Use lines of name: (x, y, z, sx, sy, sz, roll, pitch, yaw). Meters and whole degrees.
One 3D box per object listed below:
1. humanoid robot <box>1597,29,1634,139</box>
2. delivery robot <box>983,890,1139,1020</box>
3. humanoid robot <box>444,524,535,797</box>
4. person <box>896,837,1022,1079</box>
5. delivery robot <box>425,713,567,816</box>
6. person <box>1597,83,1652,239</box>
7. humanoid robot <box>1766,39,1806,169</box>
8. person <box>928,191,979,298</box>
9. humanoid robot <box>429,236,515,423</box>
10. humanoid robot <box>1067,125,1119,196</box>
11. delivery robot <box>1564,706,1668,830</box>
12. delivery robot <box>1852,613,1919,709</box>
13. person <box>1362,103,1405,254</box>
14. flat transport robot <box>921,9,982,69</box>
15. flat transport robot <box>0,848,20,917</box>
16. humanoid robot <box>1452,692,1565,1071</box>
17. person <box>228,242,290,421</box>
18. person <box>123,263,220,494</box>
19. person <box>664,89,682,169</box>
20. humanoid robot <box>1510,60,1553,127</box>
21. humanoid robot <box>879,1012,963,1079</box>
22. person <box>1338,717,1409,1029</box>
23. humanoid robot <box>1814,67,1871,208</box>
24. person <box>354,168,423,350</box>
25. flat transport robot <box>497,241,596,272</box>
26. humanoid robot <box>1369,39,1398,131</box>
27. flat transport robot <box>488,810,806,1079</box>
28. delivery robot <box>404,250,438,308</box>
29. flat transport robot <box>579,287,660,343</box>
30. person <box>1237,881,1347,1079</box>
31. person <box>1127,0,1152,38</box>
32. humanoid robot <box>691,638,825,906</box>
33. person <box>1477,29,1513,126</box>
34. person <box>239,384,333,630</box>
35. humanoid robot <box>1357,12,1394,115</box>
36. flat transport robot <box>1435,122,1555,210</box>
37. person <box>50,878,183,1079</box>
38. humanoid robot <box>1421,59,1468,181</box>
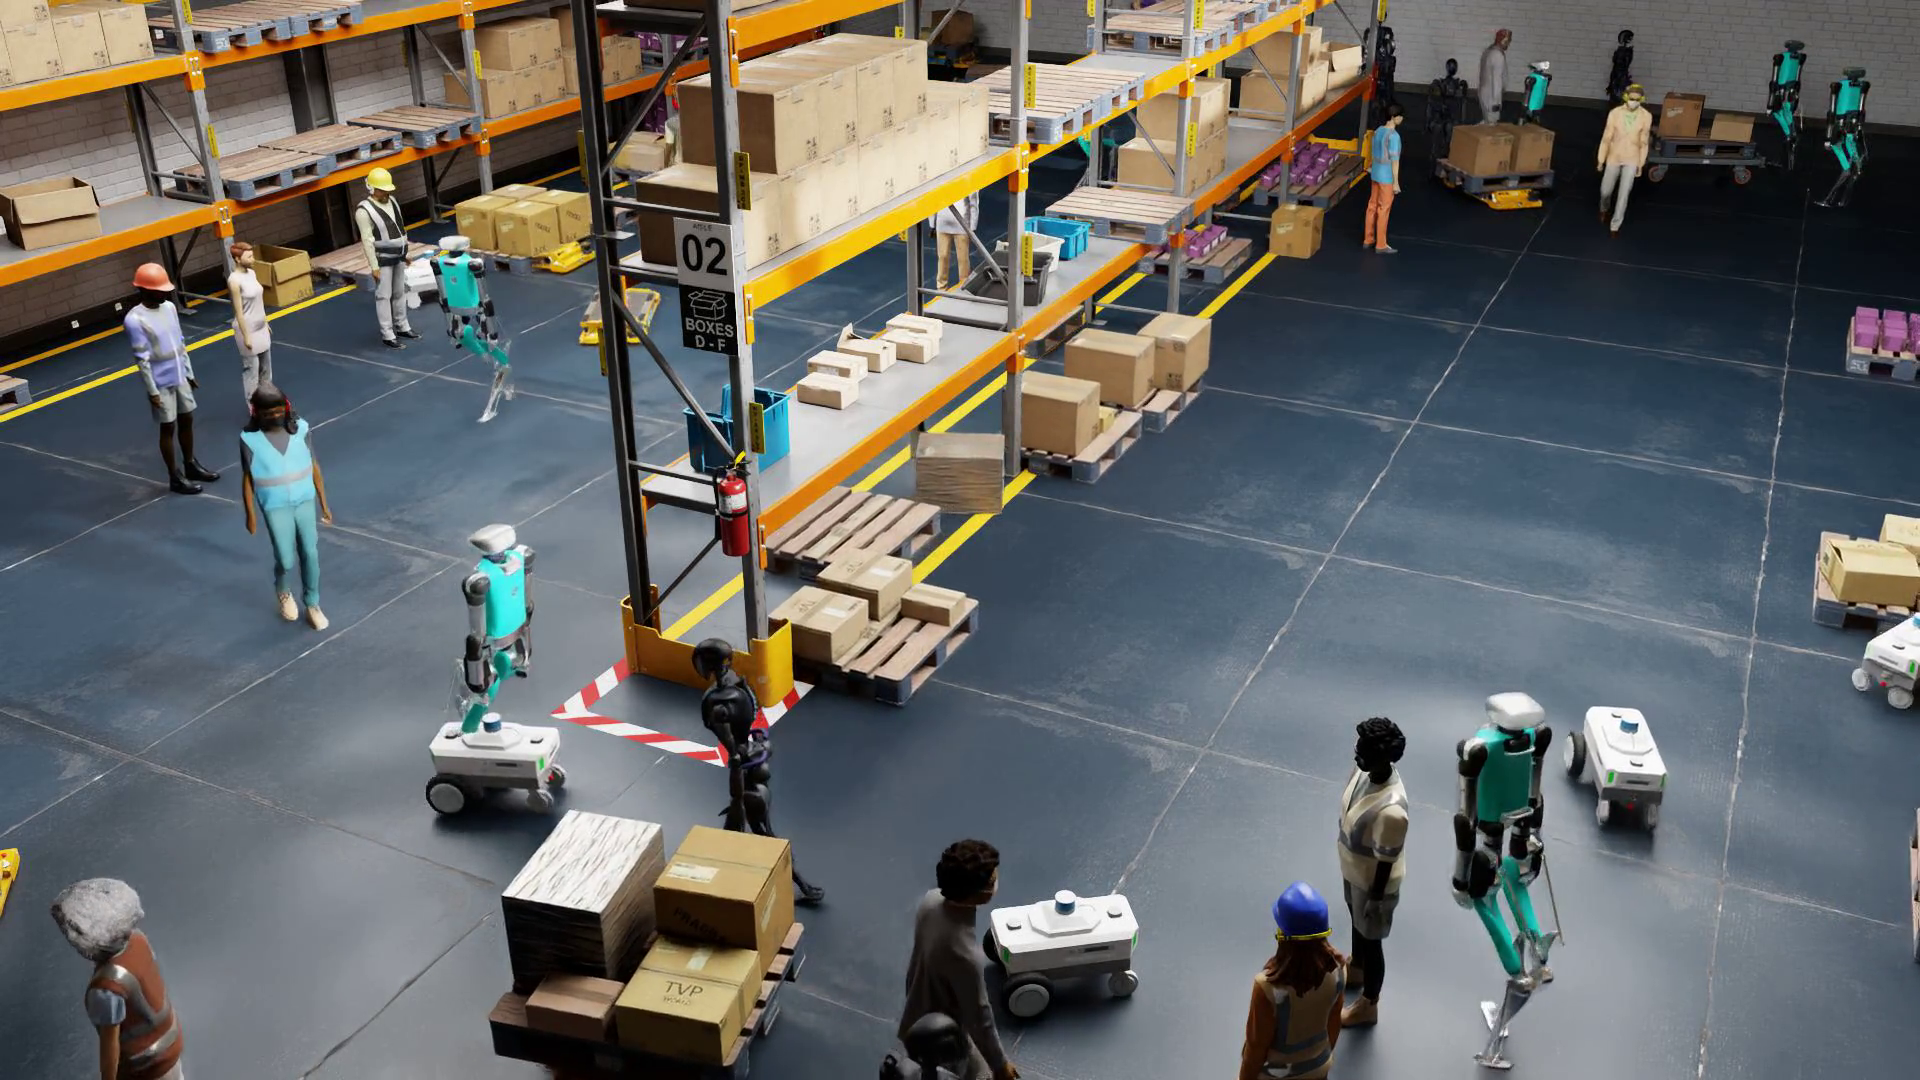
humanoid robot: (9.955, -6.827, 24.978, 0.465, 1.638, 0.593, 1, 26, 2)
delivery robot: (0.516, 2.024, 8.351, 0.774, 0.581, 0.499, -5, 27, -9)
humanoid robot: (-2.819, 0.749, 9.724, 0.747, 1.887, 0.530, 11, 28, 21)
person: (0.049, 2.015, 6.920, 0.957, 1.856, 0.548, -7, 27, -13)
delivery robot: (-2.753, 1.306, 9.833, 0.812, 0.609, 0.499, 2, 26, 5)
person: (8.129, -4.672, 20.425, 0.561, 1.856, 0.579, 9, 28, 17)
humanoid robot: (11.722, -6.039, 23.450, 0.543, 1.897, 0.737, -10, 28, -19)
person: (-0.078, -3.405, 17.981, 0.562, 1.751, 0.325, 7, 27, 13)
humanoid robot: (-4.293, -1.957, 15.143, 0.549, 1.823, 0.881, 9, 28, 17)
humanoid robot: (1.853, -5.486, 22.267, 1.036, 1.775, 0.540, -20, 32, -34)
delivery robot: (3.912, 1.294, 9.841, 0.499, 0.594, 0.769, 4, 27, 7)
delivery robot: (6.271, 0.752, 10.941, 0.770, 0.598, 0.515, -18, 32, -32)
person: (5.056, -4.296, 19.770, 0.323, 1.765, 0.494, -9, 28, -18)
flat transport robot: (-0.377, -8.937, 30.830, 1.431, 0.231, 0.659, 11, 28, 20)
flat transport robot: (-5.370, 2.065, 8.607, 0.659, 0.231, 1.431, -8, 27, -16)
humanoid robot: (2.660, 1.654, 7.810, 0.603, 1.800, 0.838, -15, 30, -28)
person: (-6.376, -1.876, 15.007, 0.281, 1.652, 0.443, 2, 26, 4)
person: (-6.450, -1.321, 13.587, 0.377, 1.926, 0.542, 7, 27, 13)
person: (-3.350, -4.561, 20.226, 0.584, 1.824, 0.581, -22, 34, -37)
humanoid robot: (7.468, -5.521, 22.317, 0.540, 1.833, 0.654, -22, 34, -37)
humanoid robot: (-0.116, 2.459, 6.244, 0.587, 1.653, 0.372, 21, 33, 36)
person: (1.958, 1.580, 7.981, 0.320, 1.694, 0.532, 0, 26, 0)
humanoid robot: (11.586, -5.210, 21.635, 0.575, 1.751, 0.779, -5, 27, -10)
person: (-5.759, -2.845, 16.776, 0.403, 1.822, 0.588, 8, 27, 16)
flat transport robot: (-5.099, -3.401, 19.647, 1.431, 0.231, 0.659, 9, 28, 18)
humanoid robot: (6.149, -6.462, 24.239, 0.310, 1.652, 0.608, 23, 34, 38)
flat transport robot: (-1.483, 2.357, 8.018, 0.659, 0.231, 1.431, 7, 27, 13)
delivery robot: (-5.783, -2.881, 18.294, 0.809, 0.611, 0.499, -17, 31, -31)
flat transport robot: (-3.591, -2.388, 17.602, 0.659, 0.231, 1.431, -1, 26, -2)
person: (1.321, 2.139, 6.756, 0.479, 1.777, 0.306, -12, 29, -23)
person: (3.079, -8.930, 29.000, 0.930, 1.884, 0.527, 19, 32, 33)
humanoid robot: (-1.122, 1.237, 8.747, 0.769, 1.631, 0.615, -1, 26, -3)
person: (7.550, -6.337, 23.768, 0.506, 1.884, 0.686, -1, 26, -3)
person: (-4.637, -0.222, 11.454, 0.521, 1.848, 0.437, -20, 33, -35)
humanoid robot: (6.649, -7.626, 26.612, 0.597, 1.644, 0.569, -7, 27, -15)
flat transport robot: (7.127, -4.706, 22.283, 0.659, 0.231, 1.431, -6, 27, -12)
person: (-3.407, 2.129, 6.893, 0.368, 1.668, 0.475, -11, 29, -22)
humanoid robot: (6.666, -5.769, 22.846, 0.600, 1.649, 0.335, 1, 26, 1)
